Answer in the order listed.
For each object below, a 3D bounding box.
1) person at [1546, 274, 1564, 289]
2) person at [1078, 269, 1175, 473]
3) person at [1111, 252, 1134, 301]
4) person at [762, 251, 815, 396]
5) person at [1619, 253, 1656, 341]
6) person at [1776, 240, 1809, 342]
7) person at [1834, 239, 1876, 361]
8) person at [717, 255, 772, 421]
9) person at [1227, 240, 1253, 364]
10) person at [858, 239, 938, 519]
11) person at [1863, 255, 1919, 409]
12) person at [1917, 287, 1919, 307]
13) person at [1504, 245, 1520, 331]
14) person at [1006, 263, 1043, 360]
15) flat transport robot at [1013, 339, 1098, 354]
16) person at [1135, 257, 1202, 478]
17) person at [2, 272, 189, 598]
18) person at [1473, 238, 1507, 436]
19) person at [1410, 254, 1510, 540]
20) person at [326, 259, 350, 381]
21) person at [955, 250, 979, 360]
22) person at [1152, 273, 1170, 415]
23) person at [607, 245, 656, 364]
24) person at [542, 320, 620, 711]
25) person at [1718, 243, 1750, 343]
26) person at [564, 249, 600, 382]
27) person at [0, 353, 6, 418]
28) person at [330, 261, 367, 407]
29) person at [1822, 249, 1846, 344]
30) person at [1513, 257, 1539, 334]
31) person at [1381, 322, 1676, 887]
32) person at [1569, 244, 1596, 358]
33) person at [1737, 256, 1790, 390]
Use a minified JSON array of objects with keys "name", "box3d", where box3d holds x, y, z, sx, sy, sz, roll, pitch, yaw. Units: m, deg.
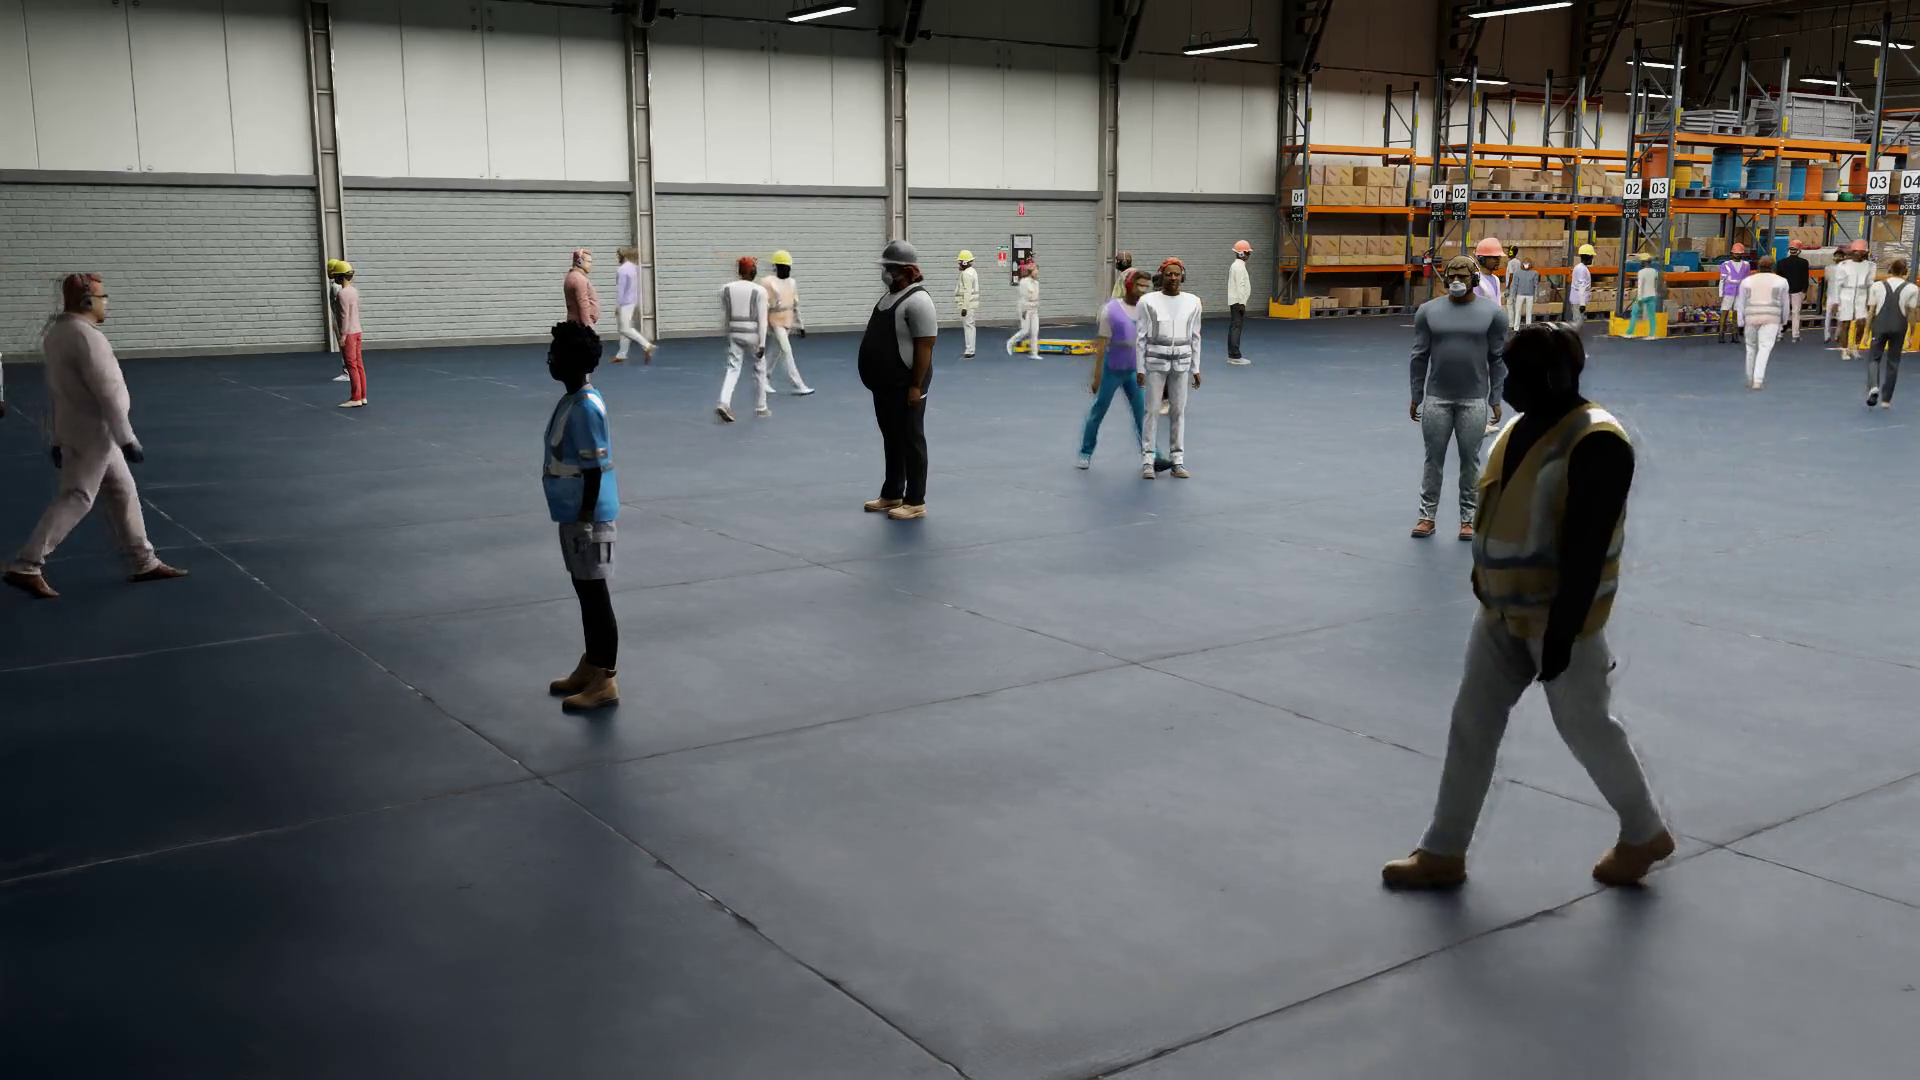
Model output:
[{"name":"person","box3d":[15.256,-6.527,42.658,0.281,1.633,0.500,-7,12,-32]},{"name":"person","box3d":[1.430,-1.470,14.544,0.662,1.771,0.984,-7,13,-34]},{"name":"person","box3d":[2.461,-3.373,24.824,0.429,1.835,0.630,2,11,10]},{"name":"person","box3d":[-2.316,-2.827,21.726,1.011,1.874,0.609,6,12,31]},{"name":"person","box3d":[13.624,-4.855,33.245,0.529,1.730,0.837,-5,11,-24]},{"name":"person","box3d":[16.311,-4.878,32.621,0.611,1.996,0.378,9,14,41]},{"name":"person","box3d":[14.846,-3.976,27.620,0.609,2.023,0.536,3,11,18]},{"name":"person","box3d":[-2.422,-2.258,18.648,0.573,1.858,0.919,3,11,18]},{"name":"person","box3d":[4.532,-3.846,26.961,0.378,1.996,0.611,0,10,0]},{"name":"person","box3d":[-0.481,-1.181,12.233,0.538,2.000,0.683,-5,12,-28]},{"name":"person","box3d":[11.077,-2.462,19.812,0.547,1.835,0.431,6,12,31]},{"name":"person","box3d":[19.183,-4.984,33.405,0.623,1.932,0.370,5,12,27]},{"name":"person","box3d":[12.035,-5.491,36.328,0.312,1.869,0.535,8,13,38]},{"name":"person","box3d":[1.101,-3.841,27.966,0.576,1.618,0.515,8,13,39]},{"name":"flat transport robot","box3d":[1.715,-3.434,29.435,1.431,0.197,0.652,5,11,25]},{"name":"person","box3d":[1.780,-1.462,14.208,0.573,1.883,0.354,-1,10,-7]},{"name":"person","box3d":[-5.083,-0.610,9.620,0.986,1.868,0.639,-8,13,-37]},{"name":"person","box3d":[5.446,-2.101,17.272,0.377,2.044,0.608,8,13,39]},{"name":"person","box3d":[3.378,-0.964,11.322,0.635,1.937,0.354,4,11,23]},{"name":"person","box3d":[-8.898,-3.150,23.867,0.311,1.735,0.484,0,10,-1]},{"name":"person","box3d":[0.111,-3.947,27.965,0.404,1.834,0.591,2,10,9]},{"name":"person","box3d":[2.279,-2.208,18.939,0.546,1.646,0.888,7,13,34]},{"name":"person","box3d":[-5.316,-3.771,26.756,0.756,1.922,0.635,0,10,2]},{"name":"person","box3d":[-1.666,-0.111,7.303,0.317,1.700,0.538,-4,11,-21]},{"name":"person","box3d":[14.996,-4.773,32.212,0.552,1.933,0.368,1,10,7]},{"name":"person","box3d":[-4.636,-2.617,20.490,0.406,1.902,0.636,-5,11,-25]},{"name":"person","box3d":[-7.324,-1.061,12.015,0.773,1.885,0.408,-3,11,-17]},{"name":"person","box3d":[-7.425,-2.487,20.147,0.322,1.767,0.533,0,10,-2]},{"name":"person","box3d":[17.018,-4.727,32.260,0.528,1.833,0.942,8,13,36]},{"name":"person","box3d":[11.846,-5.104,34.855,0.508,1.632,0.264,4,11,19]},{"name":"person","box3d":[1.862,0.222,5.209,0.931,1.807,0.629,-3,11,-15]},{"name":"person","box3d":[10.637,-4.087,28.471,0.383,1.928,0.588,3,11,15]},{"name":"person","box3d":[10.925,-2.952,22.631,0.616,1.799,0.976,8,13,37]}]
